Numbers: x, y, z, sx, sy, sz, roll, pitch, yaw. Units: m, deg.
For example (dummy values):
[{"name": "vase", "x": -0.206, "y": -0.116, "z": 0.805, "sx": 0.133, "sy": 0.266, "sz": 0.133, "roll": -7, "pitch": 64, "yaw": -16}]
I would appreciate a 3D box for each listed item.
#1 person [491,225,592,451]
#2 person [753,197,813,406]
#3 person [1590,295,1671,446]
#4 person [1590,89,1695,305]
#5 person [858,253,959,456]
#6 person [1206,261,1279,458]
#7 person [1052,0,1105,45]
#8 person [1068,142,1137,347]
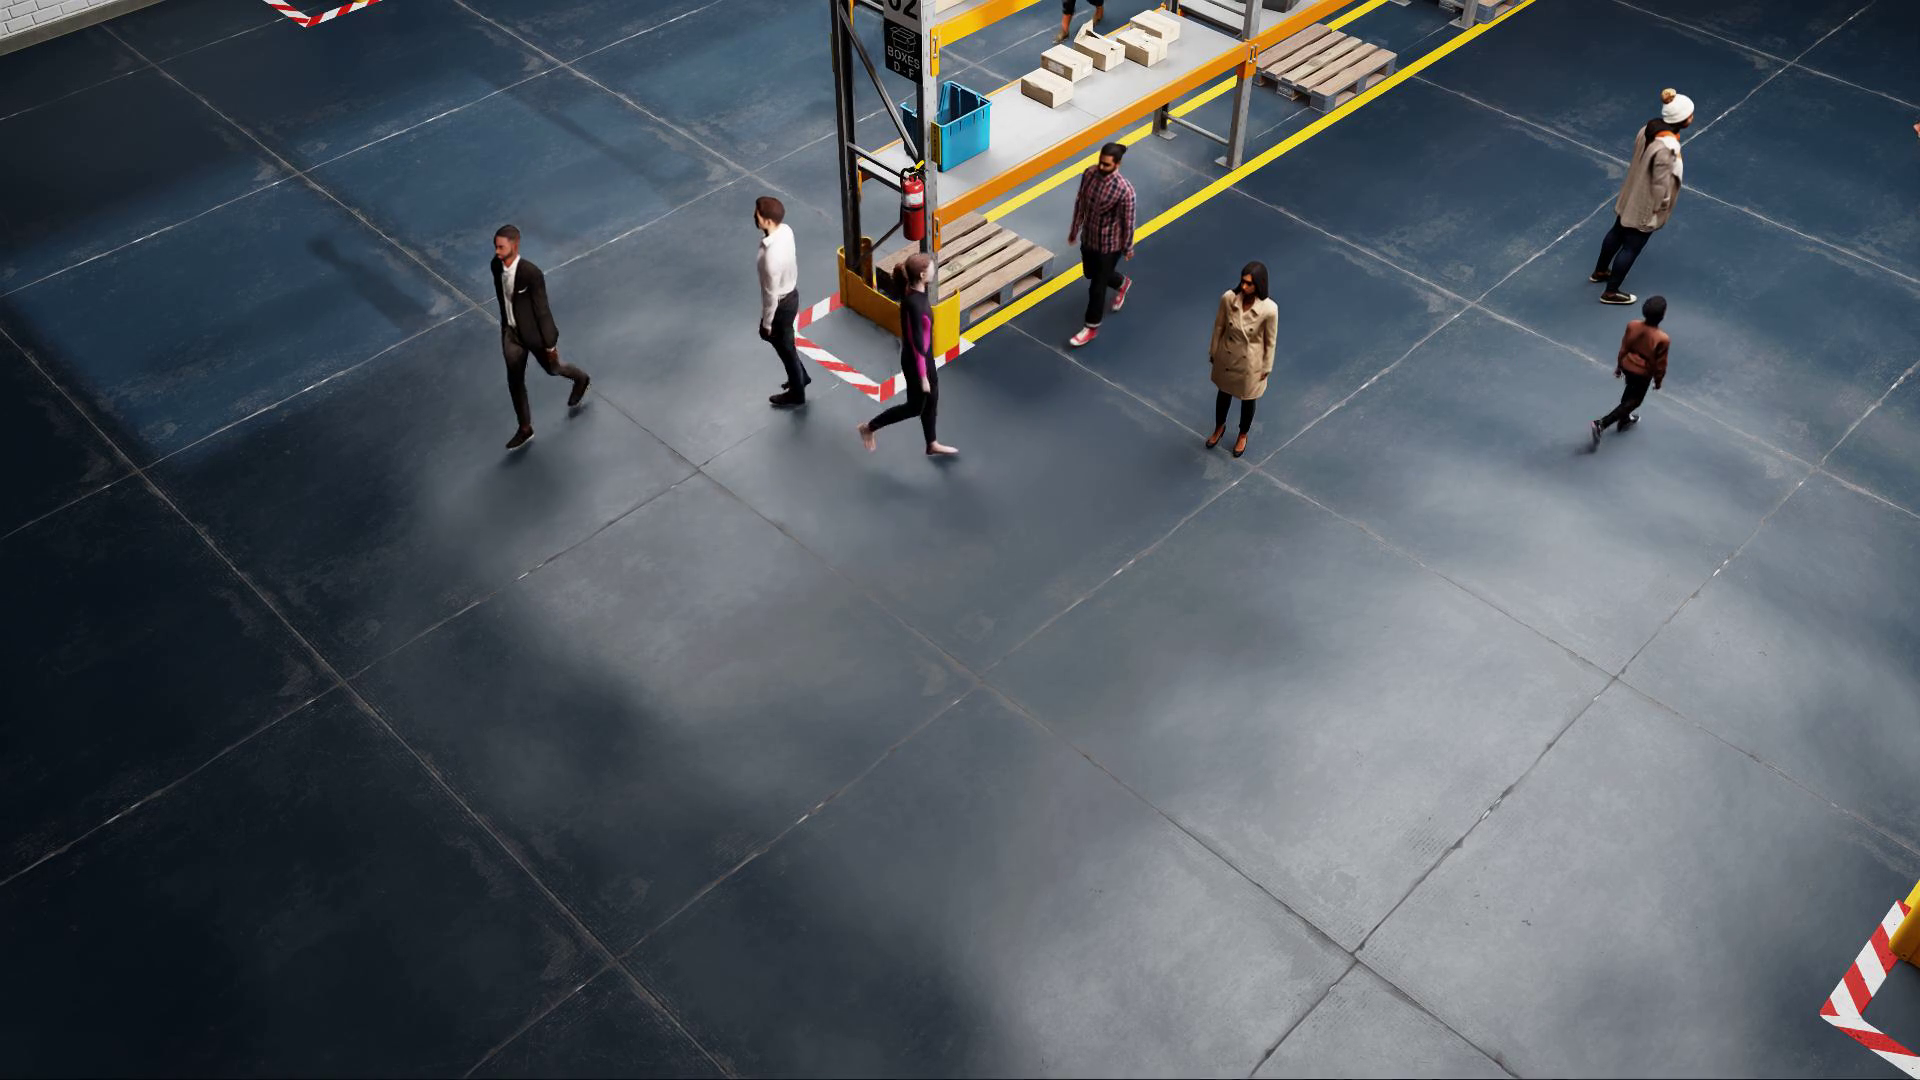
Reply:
[{"name": "person", "x": -3.146, "y": -1.571, "z": 12.389, "sx": 0.885, "sy": 1.762, "sz": 1.230, "roll": 21, "pitch": 47, "yaw": 20}, {"name": "person", "x": -1.262, "y": -1.770, "z": 12.526, "sx": 0.862, "sy": 1.862, "sz": 0.790, "roll": 3, "pitch": 44, "yaw": 3}, {"name": "person", "x": 5.025, "y": -1.253, "z": 12.434, "sx": 0.870, "sy": 1.239, "sz": 0.645, "roll": -22, "pitch": 48, "yaw": -22}, {"name": "person", "x": 5.575, "y": -2.826, "z": 13.614, "sx": 0.873, "sy": 1.890, "sz": 0.813, "roll": 0, "pitch": 44, "yaw": 0}, {"name": "person", "x": -0.392, "y": -1.294, "z": 12.128, "sx": 1.065, "sy": 1.722, "sz": 0.990, "roll": -1, "pitch": 44, "yaw": -1}, {"name": "person", "x": 2.067, "y": -1.323, "z": 12.188, "sx": 0.697, "sy": 1.681, "sz": 0.611, "roll": 23, "pitch": 48, "yaw": 22}, {"name": "person", "x": 1.330, "y": -5.968, "z": 17.250, "sx": 0.607, "sy": 1.424, "sz": 1.014, "roll": 33, "pitch": 53, "yaw": 30}, {"name": "person", "x": 1.191, "y": -2.436, "z": 13.312, "sx": 1.053, "sy": 1.741, "sz": 0.729, "roll": -30, "pitch": 51, "yaw": -28}]
